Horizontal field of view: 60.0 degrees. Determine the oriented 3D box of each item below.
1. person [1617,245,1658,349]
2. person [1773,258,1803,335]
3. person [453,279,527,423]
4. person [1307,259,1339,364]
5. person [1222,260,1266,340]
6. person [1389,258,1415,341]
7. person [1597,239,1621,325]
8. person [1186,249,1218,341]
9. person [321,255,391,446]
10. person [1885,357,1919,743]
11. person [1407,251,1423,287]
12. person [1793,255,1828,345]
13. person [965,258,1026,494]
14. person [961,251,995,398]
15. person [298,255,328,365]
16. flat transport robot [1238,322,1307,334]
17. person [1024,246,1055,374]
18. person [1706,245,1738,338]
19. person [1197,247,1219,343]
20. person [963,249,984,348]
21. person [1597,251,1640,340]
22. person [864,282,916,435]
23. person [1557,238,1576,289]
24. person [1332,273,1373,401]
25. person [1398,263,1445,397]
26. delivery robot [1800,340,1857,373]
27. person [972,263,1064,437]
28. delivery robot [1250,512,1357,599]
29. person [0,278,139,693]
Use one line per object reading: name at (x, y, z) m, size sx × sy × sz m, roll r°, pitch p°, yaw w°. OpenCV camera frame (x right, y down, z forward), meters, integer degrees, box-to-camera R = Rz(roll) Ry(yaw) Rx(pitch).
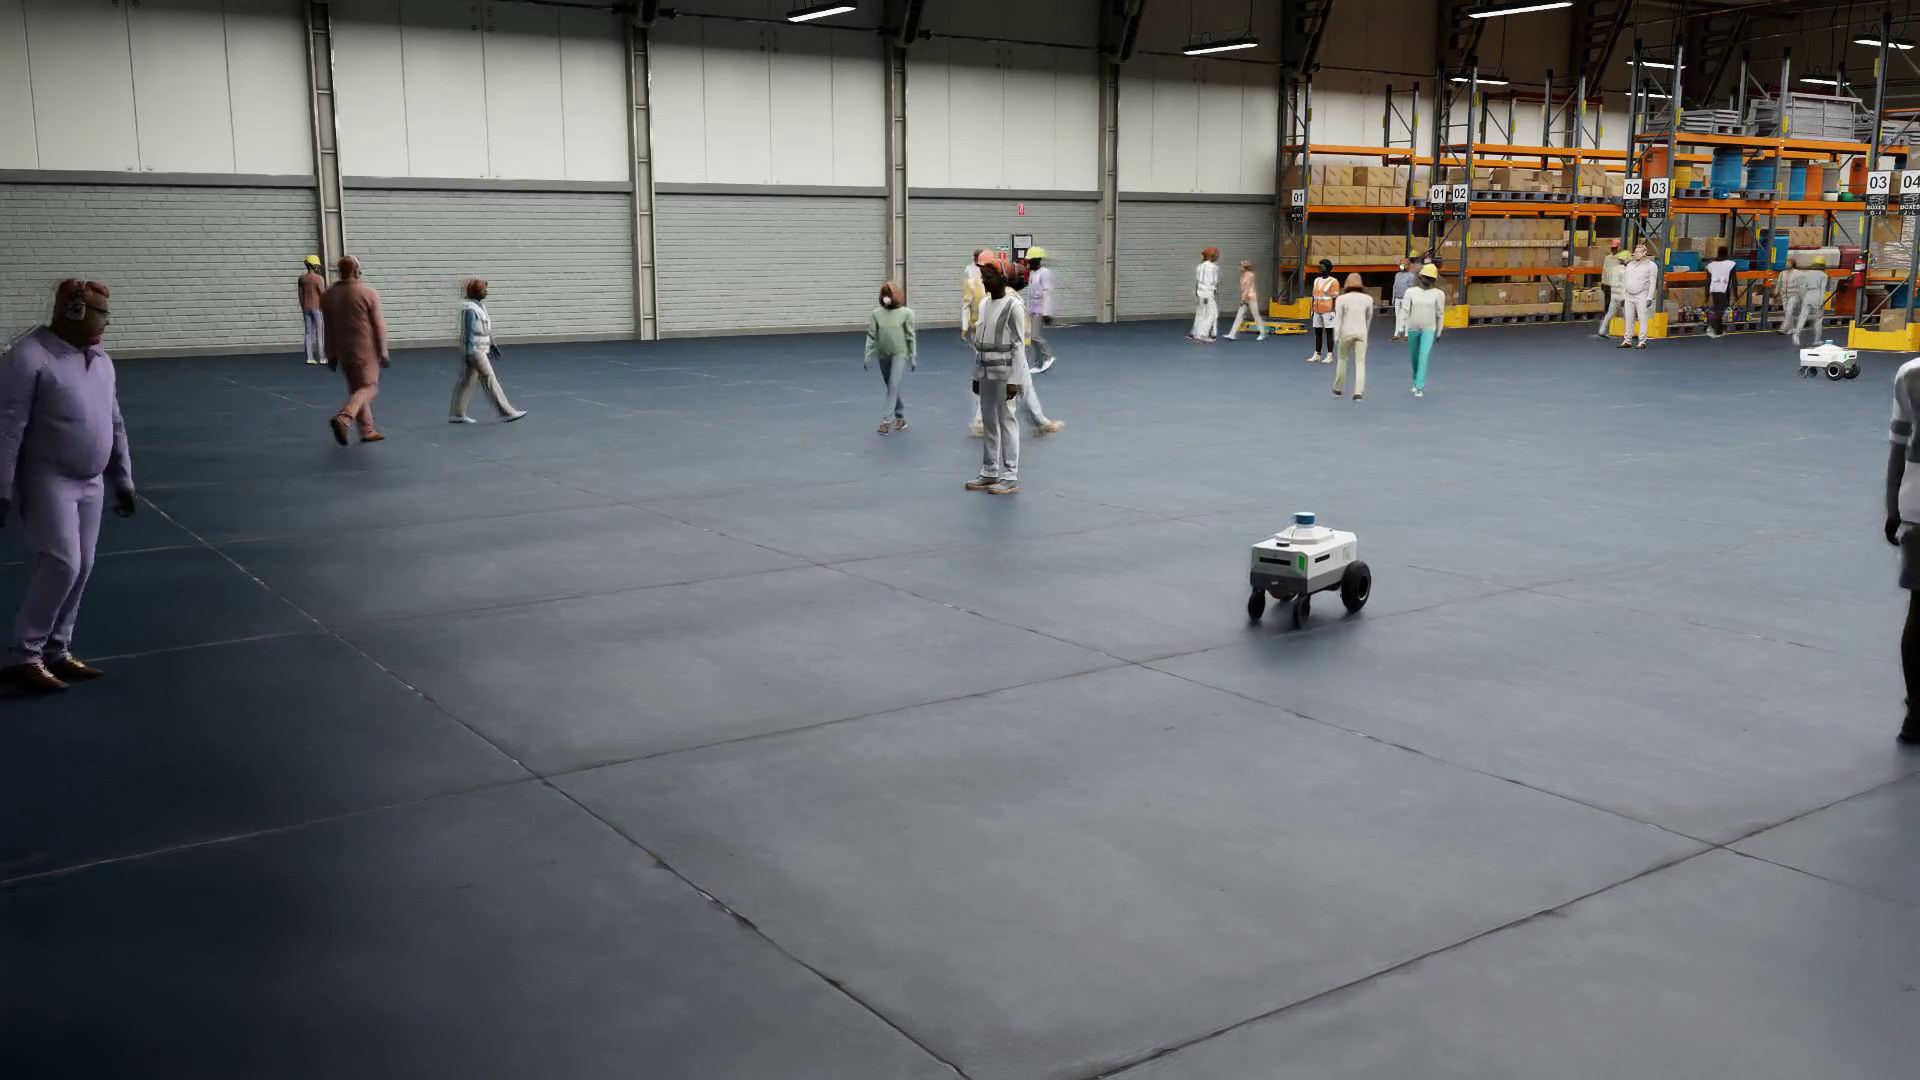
person at (12.486, -4.477, 30.683) m, size 0.402 × 1.907 × 0.650 m, roll -7°, pitch 13°, yaw -35°
person at (17.287, -5.080, 34.795) m, size 0.841 × 1.592 × 0.547 m, roll -6°, pitch 12°, yaw -31°
person at (-5.237, -2.068, 18.323) m, size 0.855 × 1.595 × 0.516 m, roll -1°, pitch 10°, yaw -8°
person at (5.935, -3.727, 27.137) m, size 0.318 × 1.697 × 0.535 m, roll -7°, pitch 13°, yaw -35°
person at (5.717, -4.754, 33.066) m, size 0.898 × 1.582 × 0.524 m, roll -2°, pitch 11°, yaw -12°
person at (8.774, -4.760, 32.960) m, size 0.285 × 1.636 × 0.500 m, roll -7°, pitch 13°, yaw -35°
person at (15.185, -5.979, 38.661) m, size 0.376 × 1.995 × 0.612 m, roll -7°, pitch 13°, yaw -35°
person at (4.867, -4.865, 33.034) m, size 0.522 × 1.817 × 0.982 m, roll -3°, pitch 11°, yaw -16°
person at (-5.997, -1.868, 16.441) m, size 0.643 × 1.884 × 0.808 m, roll 4°, pitch 11°, yaw 21°
person at (4.040, -0.119, 6.747) m, size 0.552 × 1.923 × 0.470 m, roll 10°, pitch 14°, yaw 43°
person at (10.927, -6.111, 40.143) m, size 0.543 × 1.713 × 0.931 m, roll 7°, pitch 12°, yaw 32°
person at (16.219, -4.561, 31.662) m, size 0.817 × 1.714 × 0.487 m, roll -8°, pitch 13°, yaw -37°
person at (0.292, -1.316, 13.410) m, size 0.355 × 1.882 × 0.576 m, roll -7°, pitch 13°, yaw -35°
person at (0.316, -2.690, 20.958) m, size 0.549 × 1.891 × 1.011 m, roll 2°, pitch 11°, yaw 11°
person at (-10.418, -3.709, 26.868) m, size 0.523 × 1.760 × 0.327 m, roll 4°, pitch 11°, yaw 20°
flat transport robot at (6.663, -4.540, 35.502) m, size 0.652 × 0.197 × 1.431 m, roll -7°, pitch 13°, yaw -34°
person at (1.148, -3.445, 24.982) m, size 0.418 × 1.910 × 0.625 m, roll -4°, pitch 11°, yaw -19°
person at (15.475, -5.053, 33.897) m, size 0.889 × 1.889 × 0.598 m, roll -8°, pitch 13°, yaw -37°
person at (4.815, -4.739, 32.225) m, size 0.469 × 1.865 × 0.616 m, roll 0°, pitch 10°, yaw 0°
person at (0.346, -4.406, 30.478) m, size 0.651 × 1.832 × 0.447 m, roll 4°, pitch 11°, yaw 23°
person at (13.102, -4.844, 33.017) m, size 0.921 × 1.789 × 0.609 m, roll -2°, pitch 11°, yaw -13°
person at (-0.733, -1.911, 17.480) m, size 0.521 × 1.583 × 0.873 m, roll 4°, pitch 11°, yaw 23°
person at (15.865, -6.874, 43.481) m, size 0.422 × 2.024 × 0.631 m, roll -6°, pitch 12°, yaw -30°
person at (4.961, -2.576, 21.112) m, size 0.506 × 1.585 × 0.821 m, roll 0°, pitch 10°, yaw -3°
person at (6.047, -2.755, 21.747) m, size 0.533 × 1.726 × 0.908 m, roll 5°, pitch 11°, yaw 25°
delivery robot at (12.592, -2.655, 24.132) m, size 0.477 × 0.478 × 0.707 m, roll -7°, pitch 13°, yaw -35°
person at (0.568, -1.933, 17.046) m, size 0.974 × 1.785 × 0.646 m, roll -2°, pitch 11°, yaw -11°
delivery robot at (1.876, 0.092, 9.072) m, size 0.477 × 0.478 × 0.707 m, roll 8°, pitch 13°, yaw 37°
person at (-4.110, -0.257, 7.640) m, size 0.489 × 1.867 × 0.679 m, roll 1°, pitch 10°, yaw 7°
